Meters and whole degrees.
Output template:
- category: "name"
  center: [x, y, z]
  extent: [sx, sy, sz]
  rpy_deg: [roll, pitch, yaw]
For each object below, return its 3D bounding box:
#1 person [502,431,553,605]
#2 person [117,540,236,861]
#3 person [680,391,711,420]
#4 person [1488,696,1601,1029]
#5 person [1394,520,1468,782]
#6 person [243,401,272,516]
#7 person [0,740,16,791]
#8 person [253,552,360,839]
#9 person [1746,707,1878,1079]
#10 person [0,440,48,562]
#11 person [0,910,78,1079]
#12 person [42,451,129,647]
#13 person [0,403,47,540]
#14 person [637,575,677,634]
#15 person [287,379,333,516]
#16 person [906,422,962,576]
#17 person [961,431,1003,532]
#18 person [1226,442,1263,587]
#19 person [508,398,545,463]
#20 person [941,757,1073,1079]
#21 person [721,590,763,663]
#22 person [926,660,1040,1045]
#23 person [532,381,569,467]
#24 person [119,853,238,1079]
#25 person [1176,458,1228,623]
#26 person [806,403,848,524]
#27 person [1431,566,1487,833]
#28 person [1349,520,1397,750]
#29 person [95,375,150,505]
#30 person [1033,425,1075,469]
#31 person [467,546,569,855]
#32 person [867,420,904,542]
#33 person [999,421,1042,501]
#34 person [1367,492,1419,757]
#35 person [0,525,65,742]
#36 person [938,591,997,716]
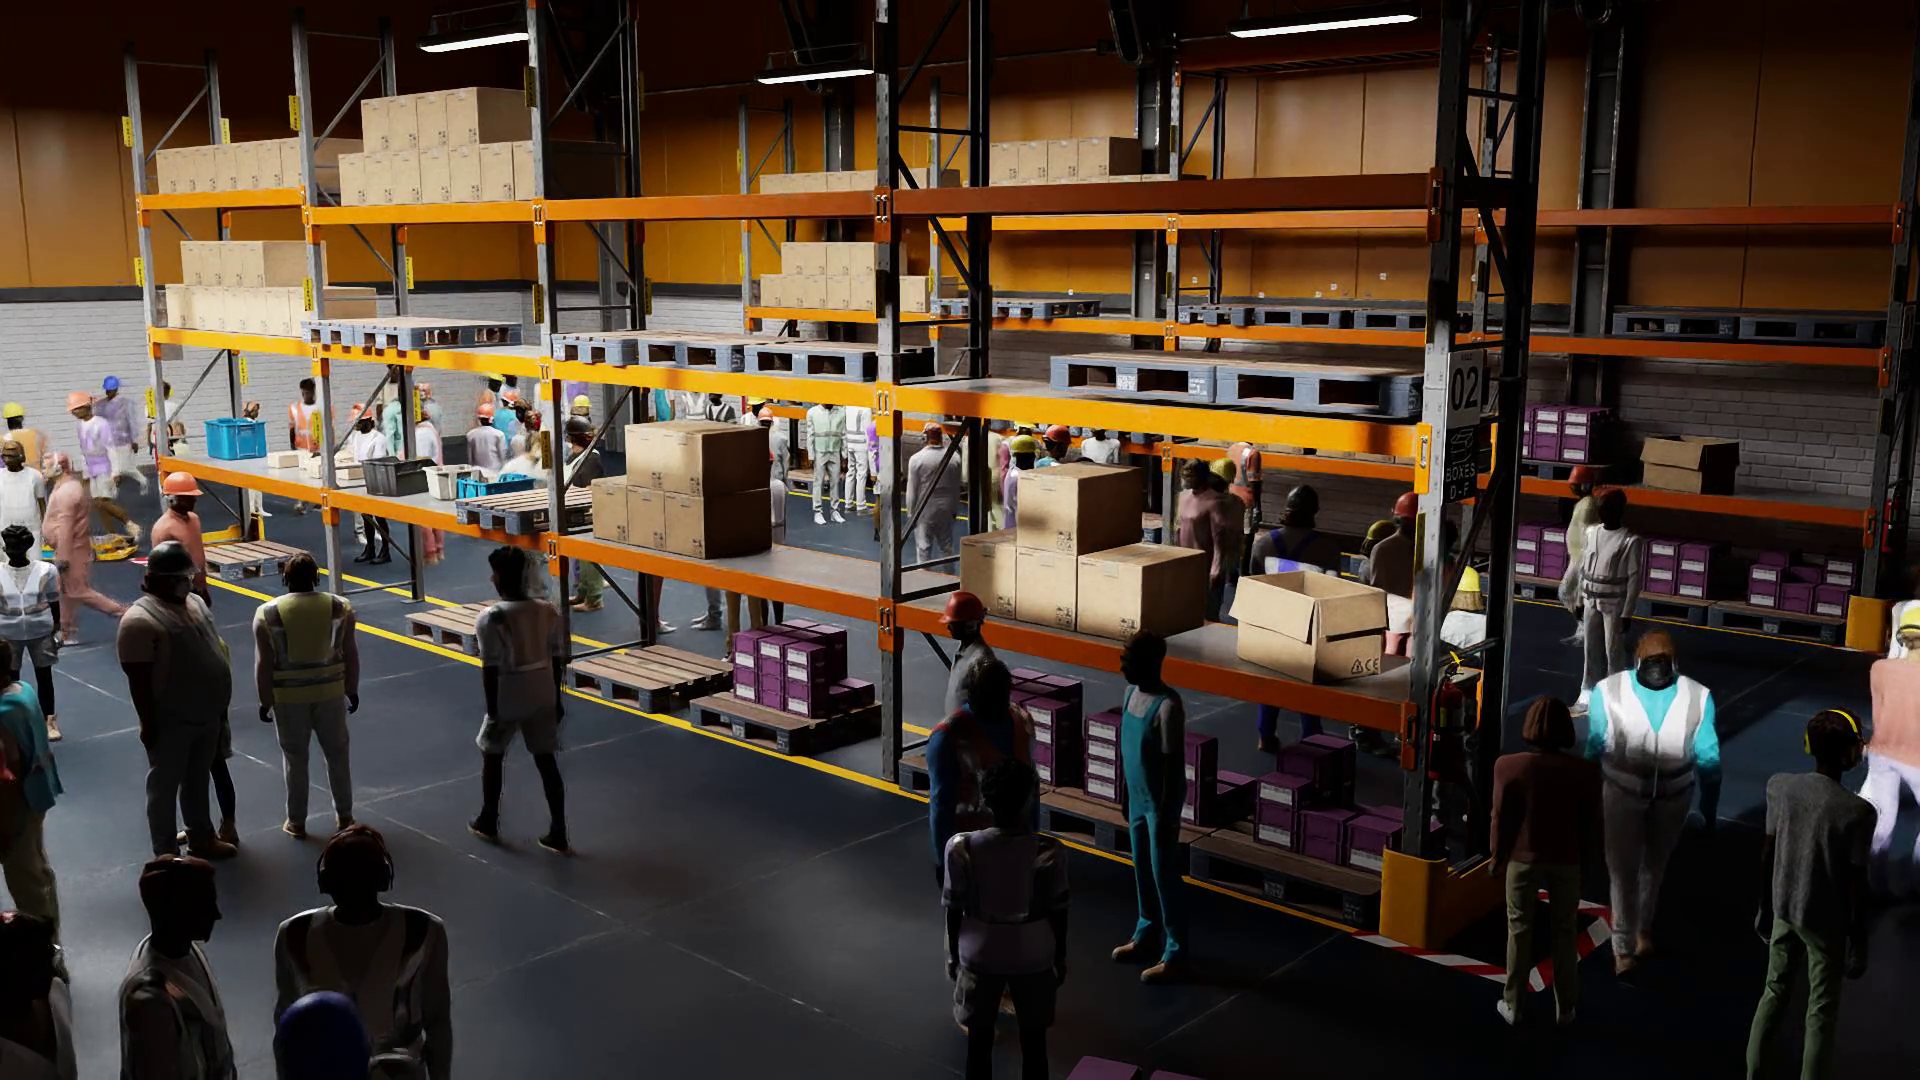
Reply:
- category: "person"
  center: [-4.368, -0.180, 17.174]
  extent: [1.023, 1.880, 0.636]
  rpy_deg: [9, 13, 41]
- category: "person"
  center: [-4.669, 0.999, 10.040]
  extent: [0.537, 2.000, 0.689]
  rpy_deg: [2, 10, 11]
- category: "person"
  center: [-4.344, -1.879, 27.496]
  extent: [0.533, 1.625, 0.399]
  rpy_deg: [-1, 10, -5]
- category: "person"
  center: [2.812, 1.557, 8.042]
  extent: [0.501, 1.632, 0.286]
  rpy_deg: [2, 10, 13]
- category: "person"
  center: [3.438, 0.762, 11.852]
  extent: [0.490, 1.883, 0.690]
  rpy_deg: [0, 10, -2]
- category: "person"
  center: [-9.795, -1.104, 23.069]
  extent: [0.307, 1.639, 0.525]
  rpy_deg: [0, 10, 2]
- category: "person"
  center: [-4.138, 1.688, 6.633]
  extent: [0.899, 1.887, 0.607]
  rpy_deg: [0, 10, 0]
- category: "person"
  center: [-4.175, 0.989, 10.662]
  extent: [0.637, 1.842, 0.429]
  rpy_deg: [-6, 12, -30]
- category: "person"
  center: [3.615, 1.620, 7.060]
  extent: [0.328, 1.861, 0.507]
  rpy_deg: [-5, 11, -28]
- category: "person"
  center: [-9.476, -0.094, 16.783]
  extent: [0.508, 1.842, 0.336]
  rpy_deg: [-4, 11, -23]
- category: "person"
  center: [-2.867, 1.989, 5.041]
  extent: [0.404, 1.835, 0.564]
  rpy_deg: [0, 10, -2]
- category: "person"
  center: [-8.293, 0.089, 15.650]
  extent: [0.778, 1.880, 0.646]
  rpy_deg: [-6, 12, -32]
- category: "person"
  center: [-11.381, -0.722, 20.211]
  extent: [0.848, 1.891, 0.615]
  rpy_deg: [7, 12, 34]
- category: "person"
  center: [-3.007, -0.025, 16.222]
  extent: [0.410, 1.908, 0.598]
  rpy_deg: [-6, 12, -32]
- category: "person"
  center: [-9.140, -1.295, 23.374]
  extent: [0.624, 1.906, 1.009]
  rpy_deg: [-2, 10, -11]
- category: "person"
  center: [-0.302, -0.313, 17.884]
  extent: [0.661, 1.901, 0.402]
  rpy_deg: [-6, 12, -29]
- category: "person"
  center: [0.305, -0.790, 21.078]
  extent: [0.595, 1.716, 0.427]
  rpy_deg: [-5, 11, -27]
- category: "person"
  center: [3.144, -0.421, 18.283]
  extent: [0.361, 1.962, 0.614]
  rpy_deg: [-4, 11, -20]
- category: "person"
  center: [-5.578, -0.909, 21.420]
  extent: [0.625, 1.837, 0.429]
  rpy_deg: [5, 11, 27]
- category: "person"
  center: [0.195, 1.729, 6.888]
  extent: [0.540, 1.696, 0.316]
  rpy_deg: [1, 10, 4]
- category: "person"
  center: [-1.961, 0.321, 15.029]
  extent: [0.497, 1.633, 0.289]
  rpy_deg: [2, 10, 10]
- category: "person"
  center: [0.174, 1.480, 7.994]
  extent: [0.651, 1.834, 0.542]
  rpy_deg: [-8, 13, -38]
- category: "person"
  center: [-6.770, -1.995, 27.470]
  extent: [0.474, 1.866, 0.572]
  rpy_deg: [9, 14, 43]
- category: "person"
  center: [-2.487, 1.911, 5.362]
  extent: [0.369, 1.879, 0.584]
  rpy_deg: [-3, 11, -17]
- category: "person"
  center: [2.107, 0.233, 14.671]
  extent: [0.366, 1.936, 0.630]
  rpy_deg: [-5, 11, -26]
- category: "person"
  center: [-1.817, -1.178, 22.718]
  extent: [0.587, 1.913, 0.398]
  rpy_deg: [-5, 11, -27]
- category: "person"
  center: [3.225, 1.029, 10.746]
  extent: [0.488, 1.736, 0.331]
  rpy_deg: [-2, 10, -12]
- category: "person"
  center: [3.137, 0.712, 12.537]
  extent: [0.321, 1.738, 0.486]
  rpy_deg: [0, 10, 2]
- category: "person"
  center: [-12.309, -1.473, 24.390]
  extent: [0.641, 1.919, 0.680]
  rpy_deg: [2, 10, 9]
- category: "person"
  center: [0.942, -0.140, 16.508]
  extent: [0.403, 2.035, 0.606]
  rpy_deg: [-4, 11, -20]
- category: "person"
  center: [-2.795, 0.994, 10.445]
  extent: [0.908, 1.911, 0.622]
  rpy_deg: [9, 14, 42]
- category: "person"
  center: [-0.922, -0.918, 21.223]
  extent: [0.391, 1.925, 0.550]
  rpy_deg: [9, 13, 41]
- category: "person"
  center: [0.743, -0.624, 19.853]
  extent: [0.590, 1.823, 0.404]
  rpy_deg: [-7, 12, -34]
- category: "person"
  center: [3.299, 0.620, 12.356]
  extent: [0.615, 1.984, 0.408]
  rpy_deg: [-5, 11, -28]
- category: "person"
  center: [-7.094, 0.714, 12.621]
  extent: [0.534, 1.698, 0.322]
  rpy_deg: [-6, 12, -30]
- category: "person"
  center: [0.049, 1.161, 9.971]
  extent: [0.353, 1.743, 0.570]
  rpy_deg: [-2, 10, -13]
